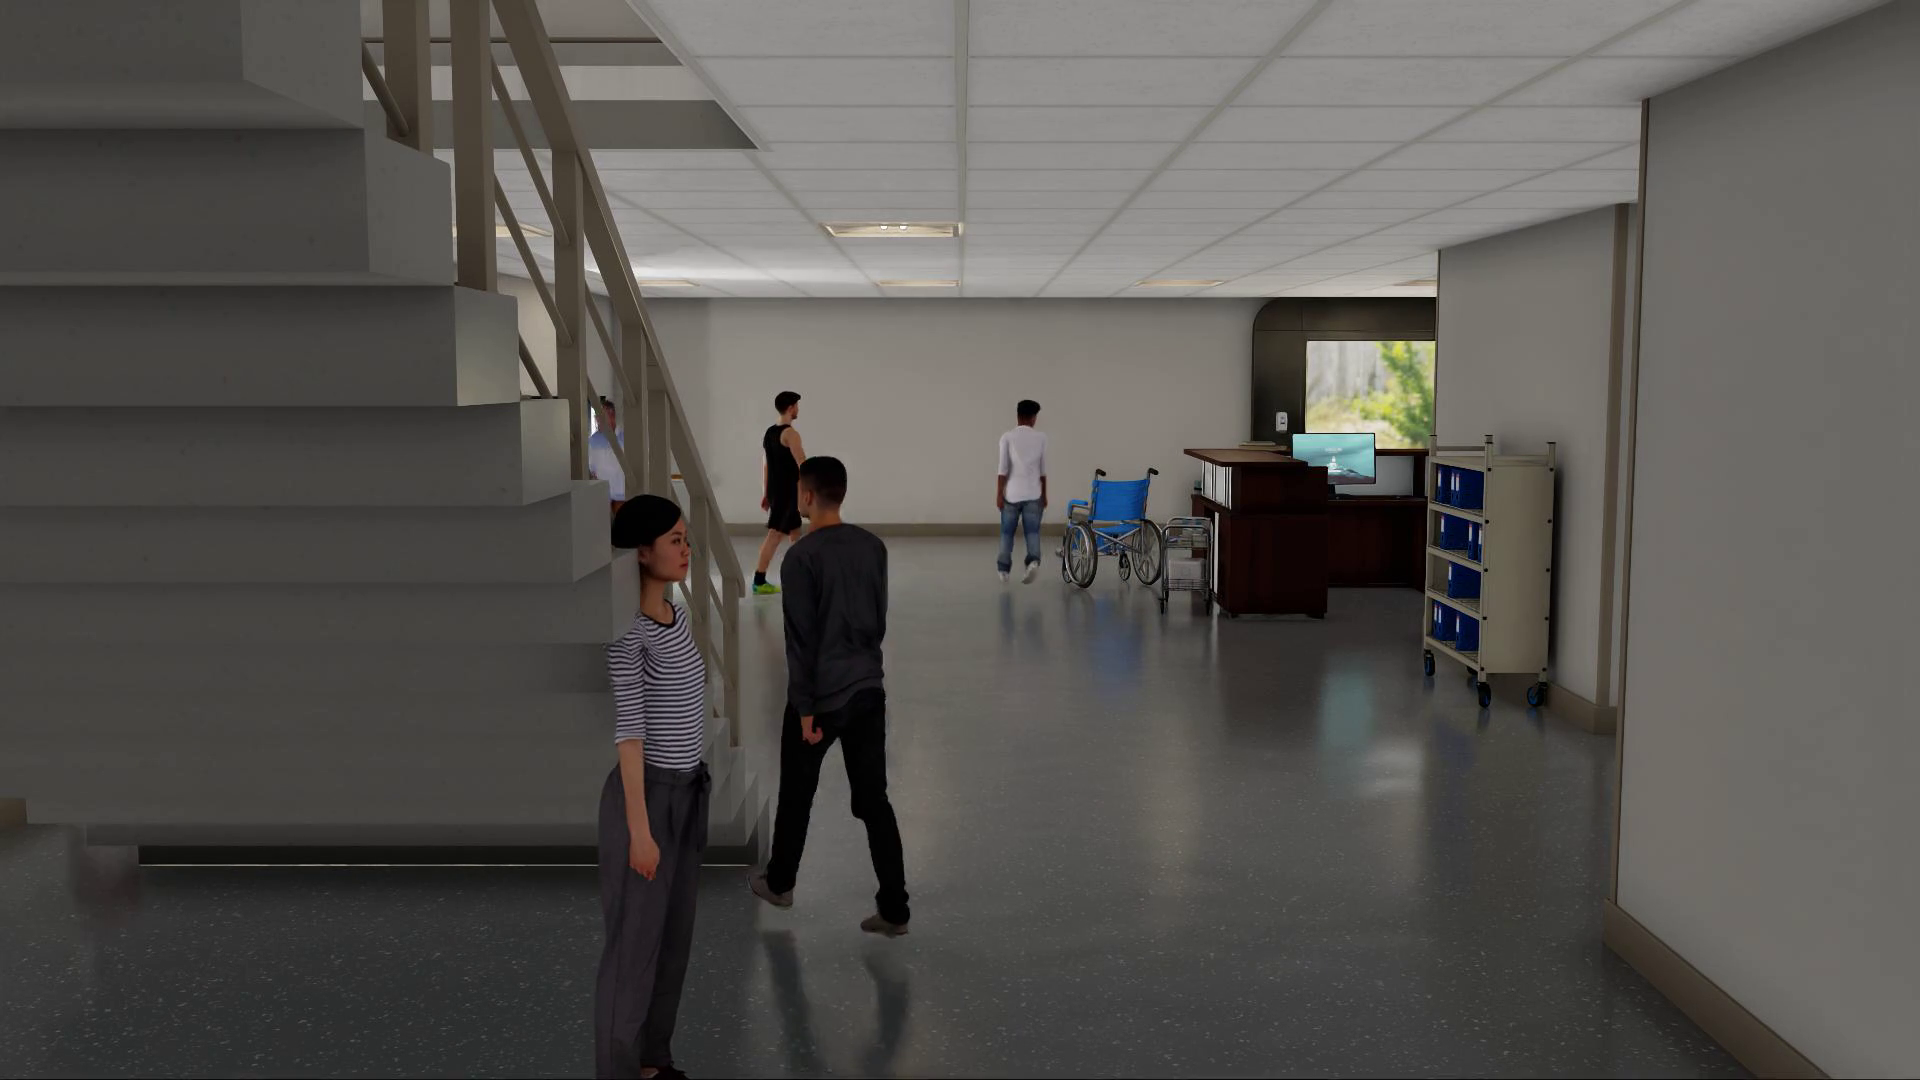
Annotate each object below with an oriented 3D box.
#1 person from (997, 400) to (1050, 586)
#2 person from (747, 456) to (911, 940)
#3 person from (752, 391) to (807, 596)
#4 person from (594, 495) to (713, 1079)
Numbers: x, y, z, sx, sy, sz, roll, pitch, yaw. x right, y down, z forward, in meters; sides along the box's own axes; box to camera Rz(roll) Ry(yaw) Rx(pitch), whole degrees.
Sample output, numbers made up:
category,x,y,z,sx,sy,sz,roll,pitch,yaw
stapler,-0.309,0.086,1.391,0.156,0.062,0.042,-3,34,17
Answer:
category,x,y,z,sx,sy,sz,roll,pitch,yaw
person,0.628,-0.435,16.000,0.697,1.768,1.071,0,6,-1
person,-0.392,0.596,5.985,1.022,1.722,1.200,-4,7,-35
person,-1.681,-0.386,15.152,1.134,1.840,1.198,-4,7,-32
person,-0.855,0.750,4.515,0.698,1.709,0.519,1,6,11
